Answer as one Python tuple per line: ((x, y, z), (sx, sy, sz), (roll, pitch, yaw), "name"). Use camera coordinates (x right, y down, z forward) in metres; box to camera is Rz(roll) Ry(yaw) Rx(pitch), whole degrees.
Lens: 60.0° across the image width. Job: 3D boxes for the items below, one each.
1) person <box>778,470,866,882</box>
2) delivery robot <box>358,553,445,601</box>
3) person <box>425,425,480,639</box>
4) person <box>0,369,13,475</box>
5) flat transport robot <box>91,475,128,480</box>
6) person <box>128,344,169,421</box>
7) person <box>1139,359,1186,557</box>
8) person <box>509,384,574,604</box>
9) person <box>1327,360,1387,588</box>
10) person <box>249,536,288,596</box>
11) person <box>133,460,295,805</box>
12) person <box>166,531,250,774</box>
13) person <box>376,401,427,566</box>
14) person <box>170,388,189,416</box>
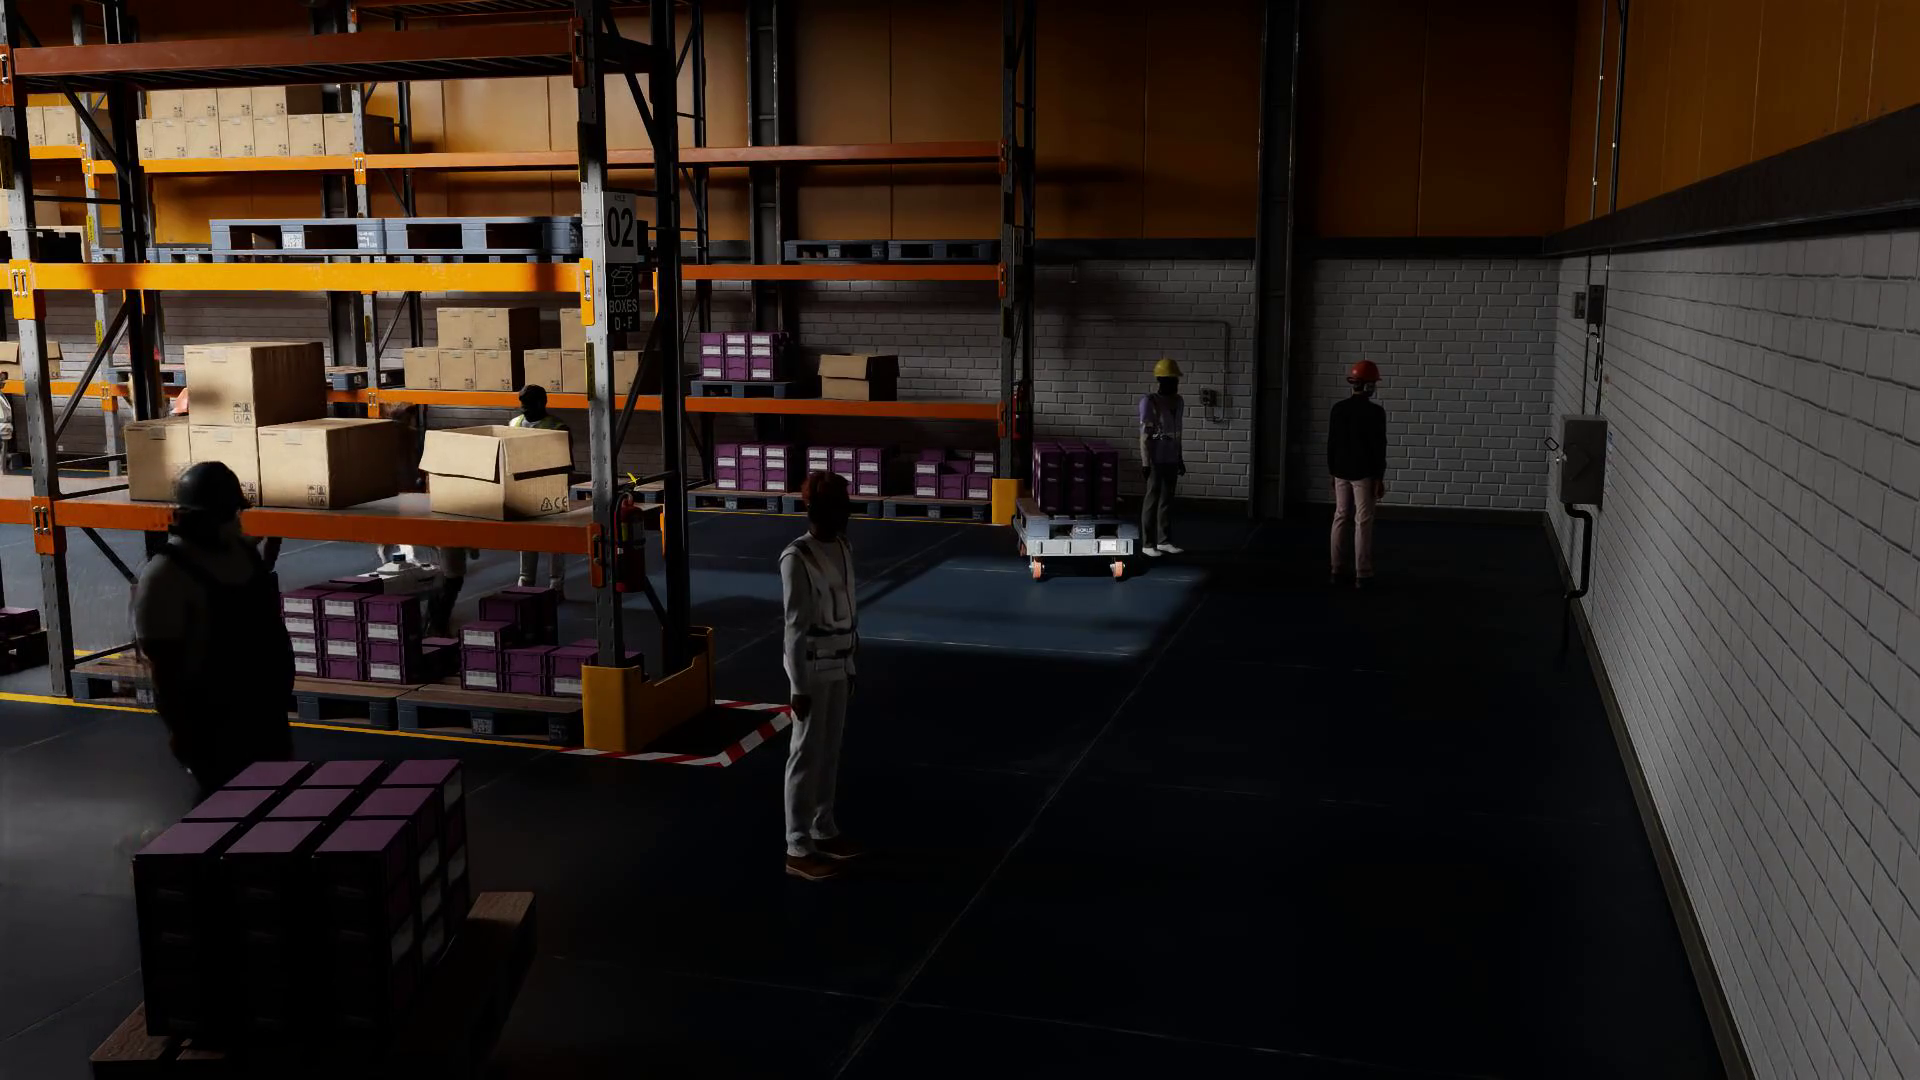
((-0.637, 0.615, 7.702), (0.342, 1.882, 0.579), (3, 10, 20), "person")
((-4.413, 0.343, 13.121), (0.477, 0.478, 0.707), (5, 11, 29), "delivery robot")
((-3.732, -0.020, 12.238), (0.393, 1.659, 0.574), (-6, 11, -32), "person")
((-11.176, -1.171, 19.346), (0.314, 1.636, 0.515), (-3, 10, -20), "person")
((-10.052, -0.640, 20.257), (1.431, 0.197, 0.652), (8, 12, 40), "flat transport robot")
((-9.601, -1.381, 19.782), (0.526, 1.937, 0.561), (1, 9, 3), "person")
((1.993, -0.802, 16.206), (0.595, 1.925, 0.373), (-9, 13, -42), "person")
((-3.534, -0.377, 13.879), (0.619, 1.845, 0.430), (4, 10, 20), "person")
((3.511, -0.581, 14.657), (0.395, 1.994, 0.612), (-6, 11, -34), "person")
((-5.913, -0.483, 14.071), (0.610, 2.001, 0.656), (1, 9, 6), "person")
((-3.138, 0.646, 7.038), (0.637, 2.000, 0.695), (2, 10, 13), "person")
((-4.142, 0.492, 9.218), (0.266, 1.631, 0.507), (7, 12, 36), "person")
((-5.220, -0.495, 15.358), (0.847, 1.597, 0.548), (6, 11, 30), "person")
((-5.557, -0.155, 12.230), (0.542, 1.939, 0.368), (6, 11, 31), "person")
